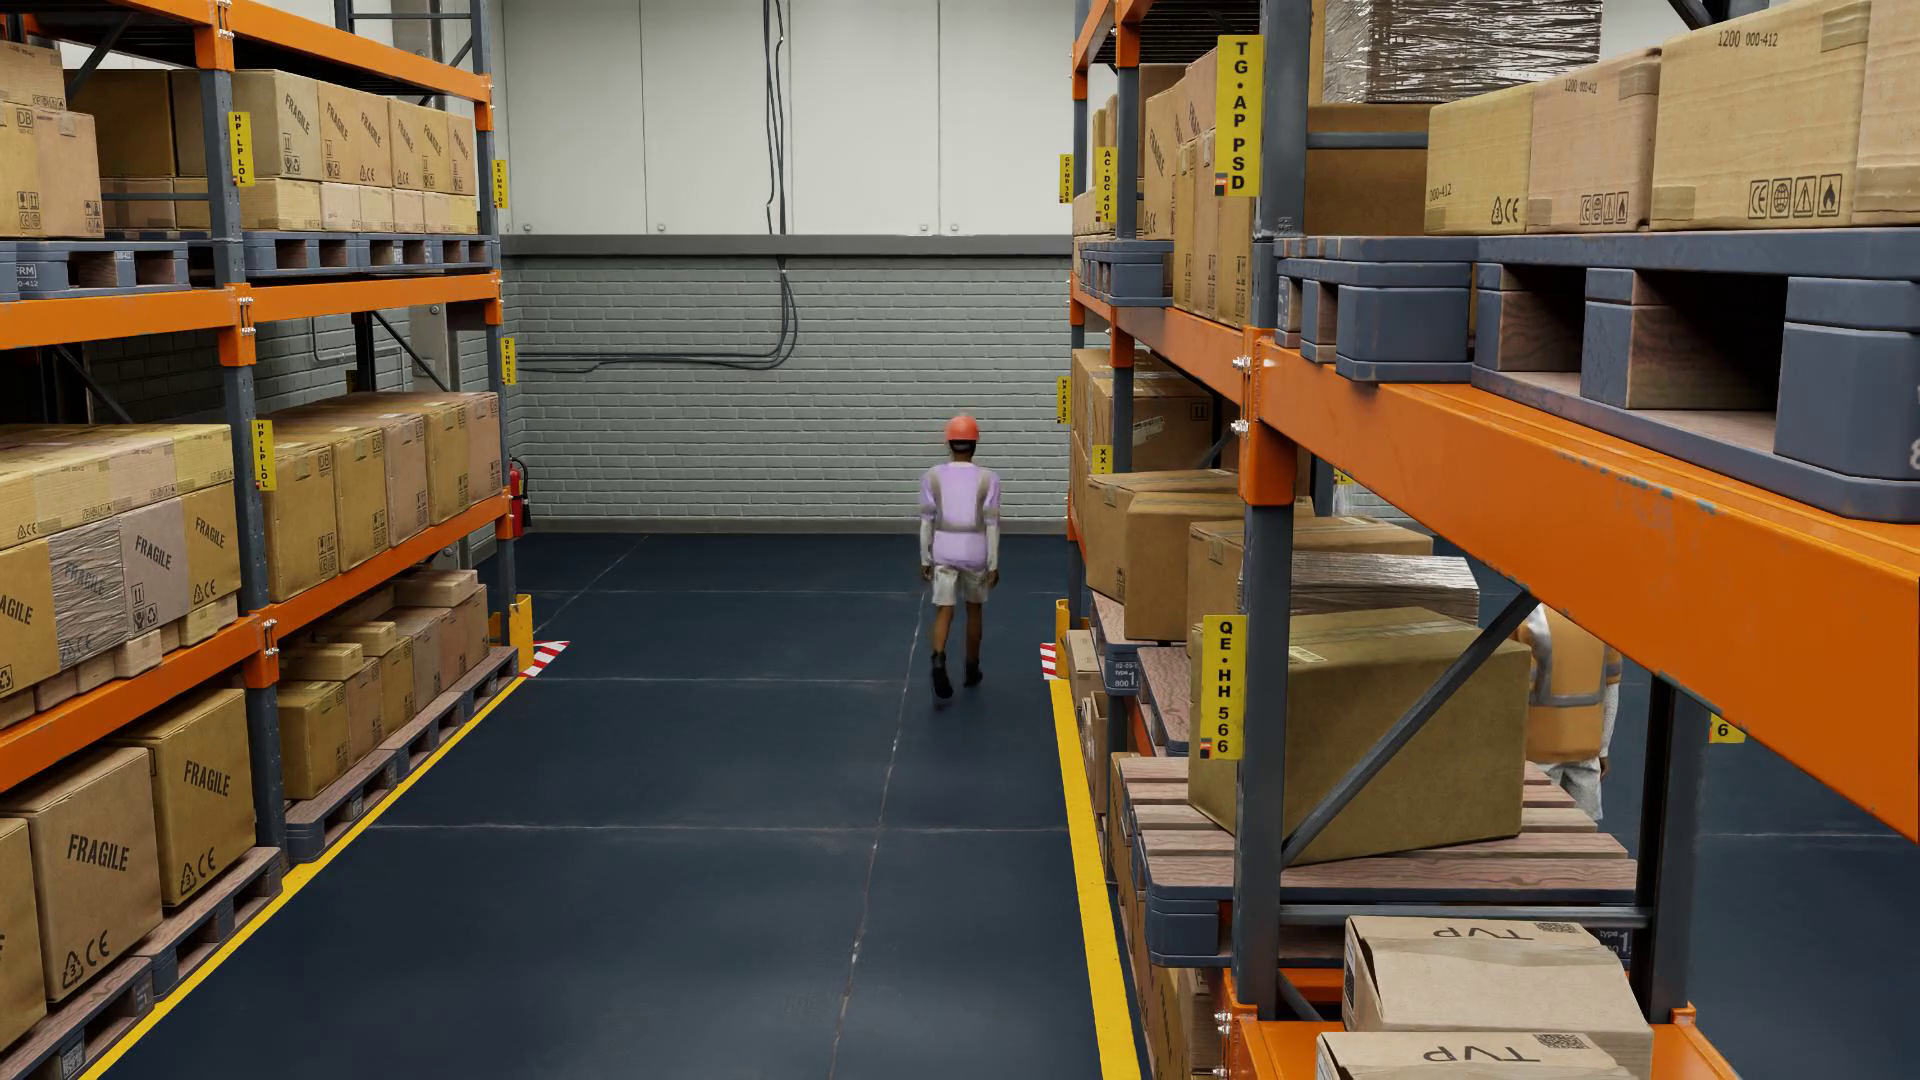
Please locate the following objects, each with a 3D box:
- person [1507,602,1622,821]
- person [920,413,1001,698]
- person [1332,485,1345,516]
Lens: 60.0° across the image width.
[{"bbox_3d":[2.465,0.849,6.939,0.547,1.934,0.376,-2,10,-13],"label":"person"},{"bbox_3d":[-0.009,0.108,11.195,0.554,1.914,0.825,2,10,10],"label":"person"},{"bbox_3d":[2.417,0.075,11.617,0.600,1.816,1.033,-2,10,-10],"label":"person"}]
